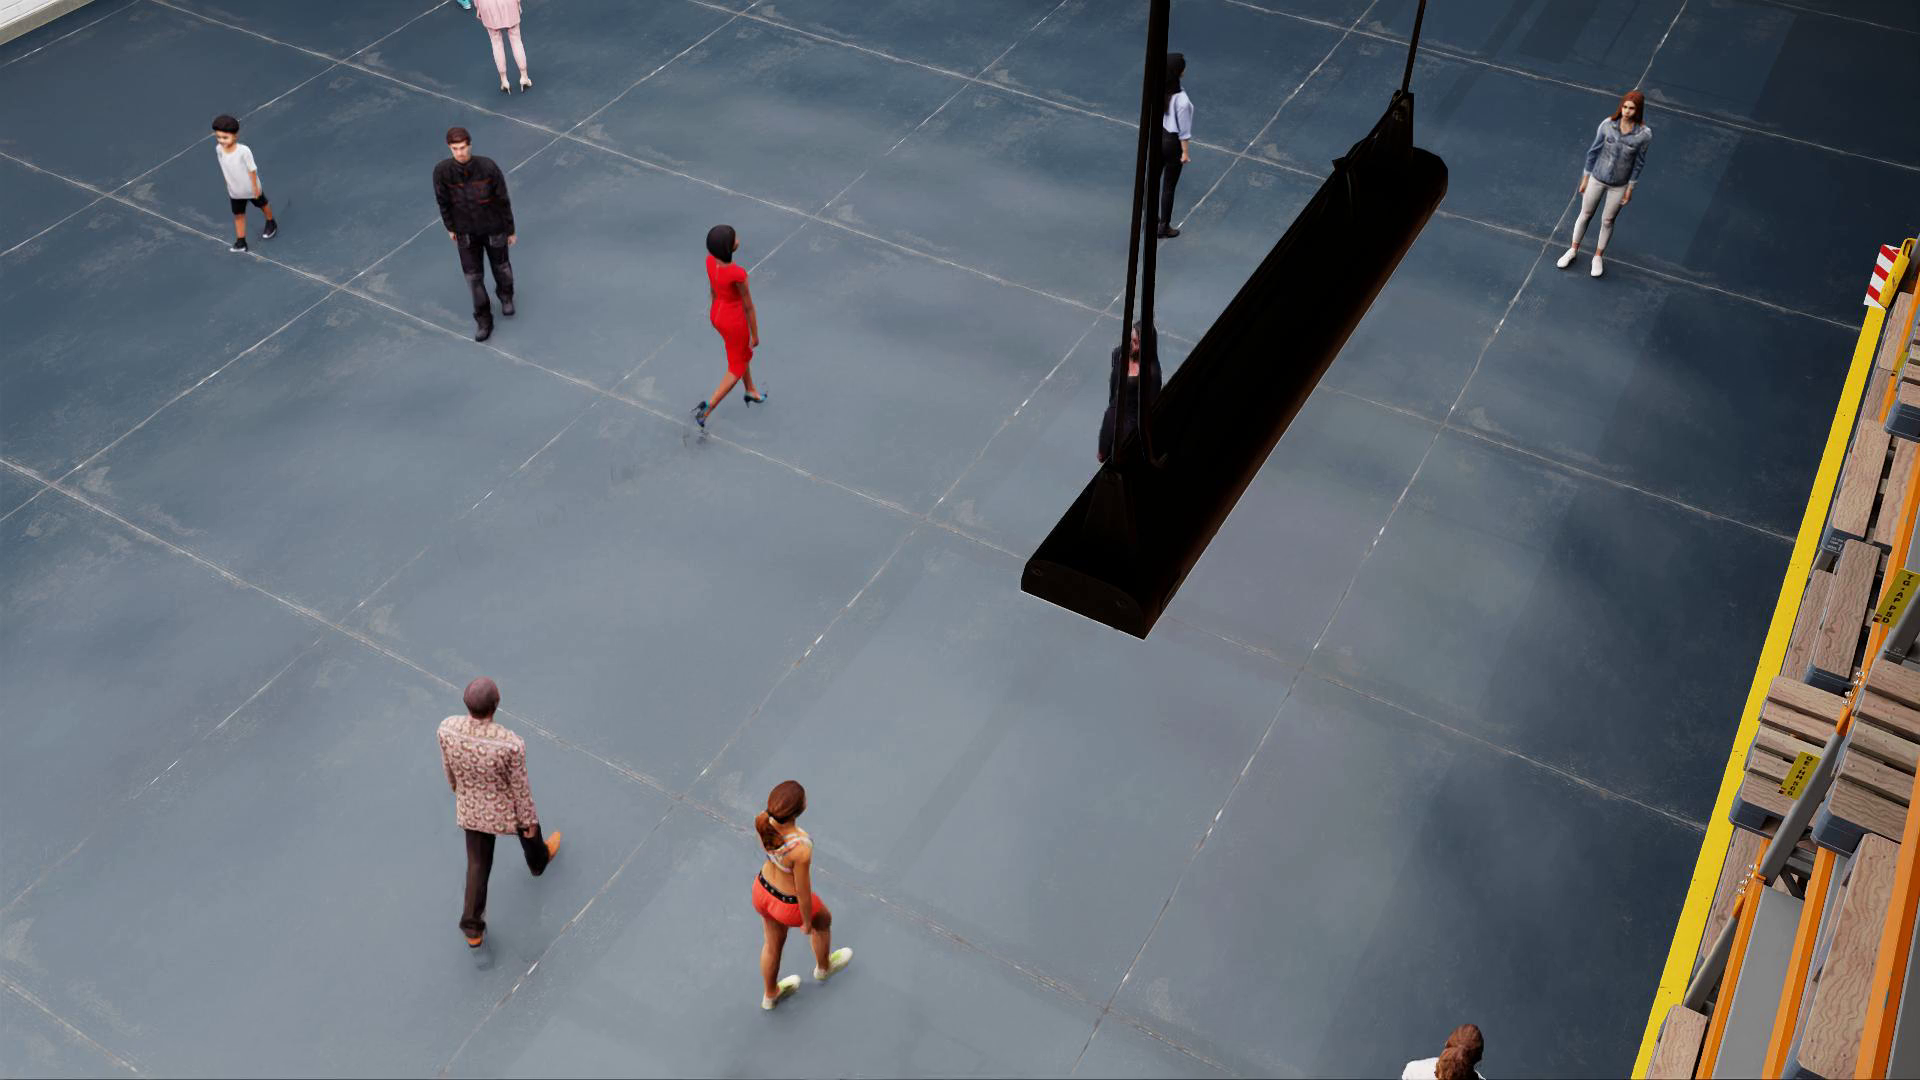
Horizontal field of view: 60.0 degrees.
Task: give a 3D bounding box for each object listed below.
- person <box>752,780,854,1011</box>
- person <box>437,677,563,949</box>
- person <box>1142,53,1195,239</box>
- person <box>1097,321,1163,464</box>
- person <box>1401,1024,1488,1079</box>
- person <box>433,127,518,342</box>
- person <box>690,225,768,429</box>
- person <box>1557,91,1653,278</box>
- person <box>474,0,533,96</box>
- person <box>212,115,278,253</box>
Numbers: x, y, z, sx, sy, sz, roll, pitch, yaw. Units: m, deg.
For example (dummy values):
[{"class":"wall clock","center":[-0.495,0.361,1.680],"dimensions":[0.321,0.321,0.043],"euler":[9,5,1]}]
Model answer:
[{"class":"person","center":[-0.999,1.966,8.880],"dimensions":[0.690,1.767,0.857],"euler":[29,51,27]},{"class":"person","center":[-2.648,1.547,9.309],"dimensions":[0.993,1.781,1.285],"euler":[5,44,6]},{"class":"person","center":[1.812,-3.464,14.596],"dimensions":[0.702,1.744,0.727],"euler":[-27,50,-25]},{"class":"person","center":[1.280,-0.890,11.916],"dimensions":[0.743,1.713,0.718],"euler":[-32,52,-29]},{"class":"person","center":[2.246,2.919,7.936],"dimensions":[0.598,1.688,1.084],"euler":[21,48,21]},{"class":"person","center":[-3.928,-2.608,13.648],"dimensions":[1.031,1.813,1.103],"euler":[-9,44,-9]},{"class":"person","center":[-1.791,-1.583,12.636],"dimensions":[0.742,1.725,1.058],"euler":[33,53,30]},{"class":"person","center":[5.544,-3.063,14.205],"dimensions":[0.621,1.702,0.520],"euler":[19,47,19]},{"class":"person","center":[-4.579,-5.283,16.463],"dimensions":[0.680,1.802,0.734],"euler":[-10,44,-10]},{"class":"person","center":[-6.300,-3.195,14.688],"dimensions":[0.734,1.228,0.924],"euler":[4,44,4]}]
